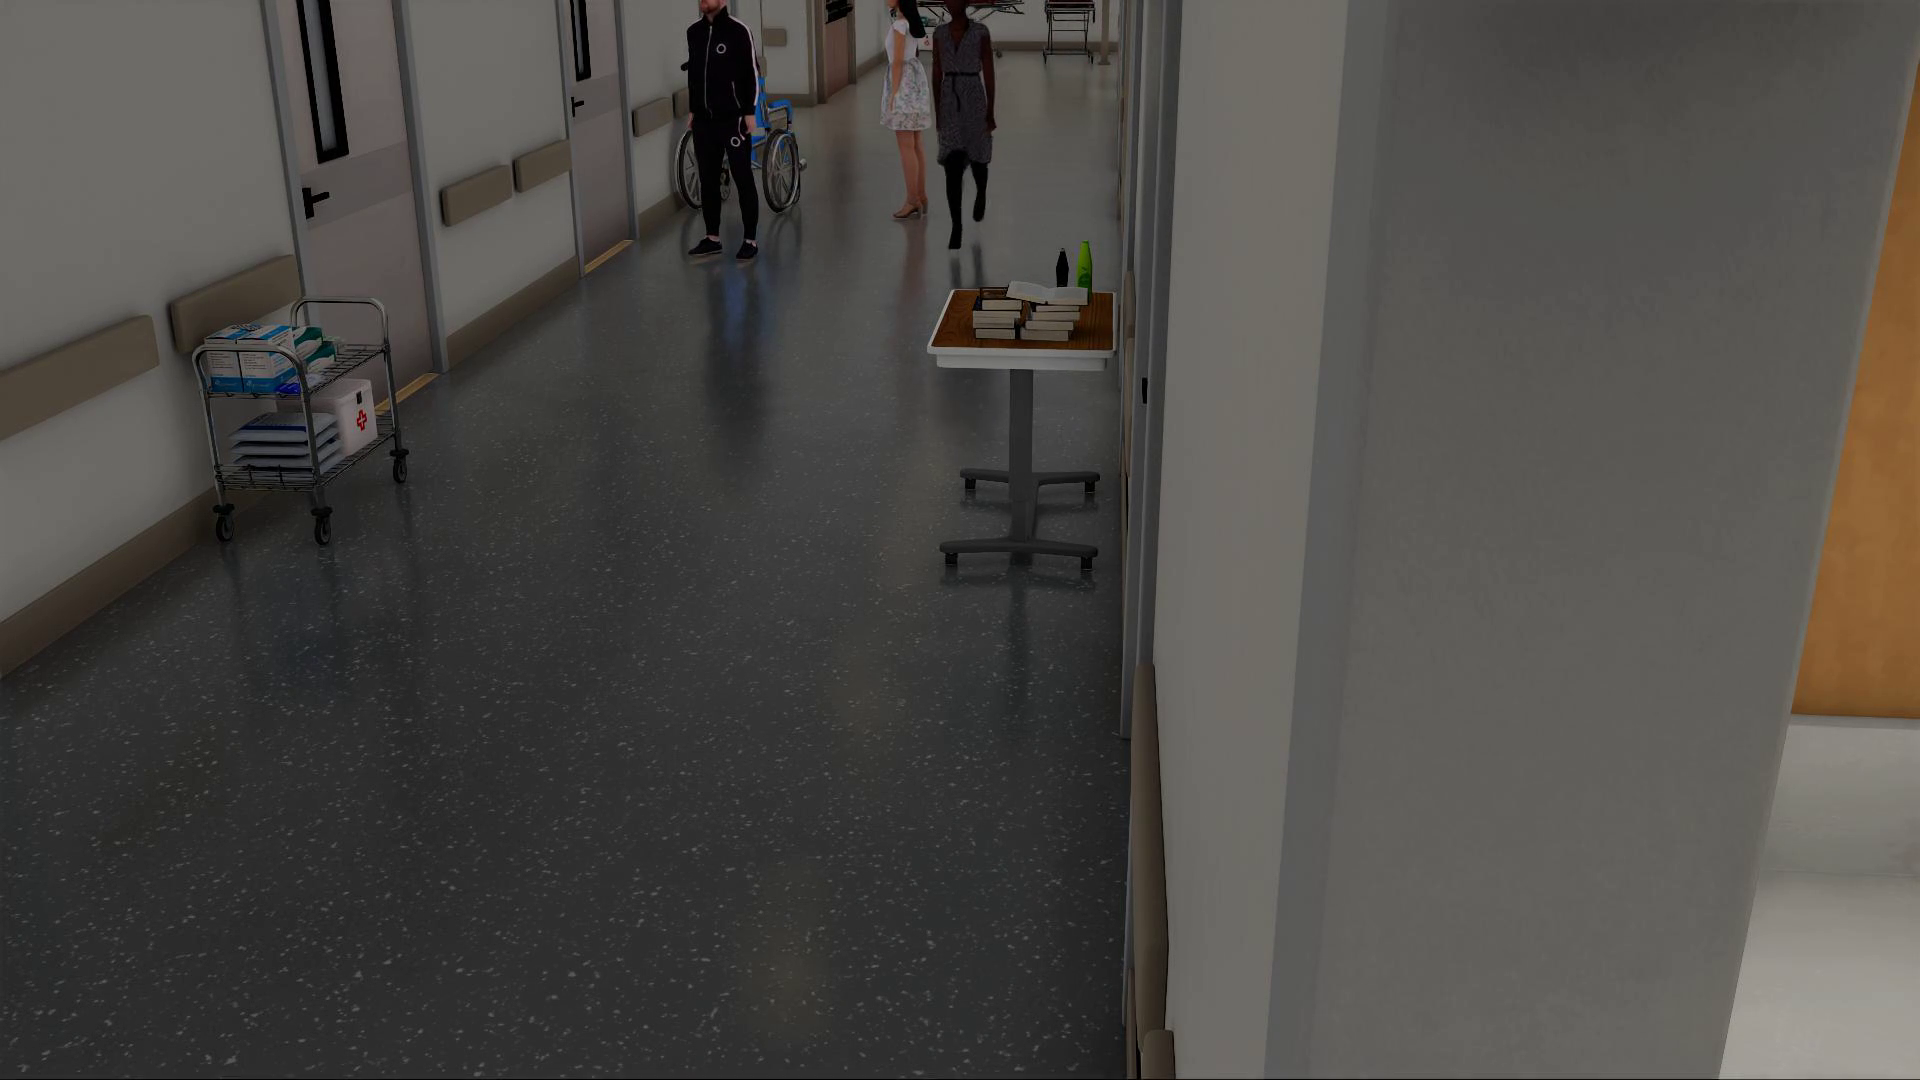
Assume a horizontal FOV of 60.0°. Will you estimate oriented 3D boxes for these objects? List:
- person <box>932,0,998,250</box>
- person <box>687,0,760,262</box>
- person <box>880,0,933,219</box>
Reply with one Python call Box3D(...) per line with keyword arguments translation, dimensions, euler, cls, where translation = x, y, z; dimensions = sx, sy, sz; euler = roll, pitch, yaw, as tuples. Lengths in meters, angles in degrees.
Box3D(translation=(0.046, -2.935, 11.565), dimensions=(0.688, 1.749, 1.190), euler=(3, 21, 9), cls="person")
Box3D(translation=(-1.576, -2.801, 11.088), dimensions=(0.748, 1.835, 0.709), euler=(9, 23, 23), cls="person")
Box3D(translation=(-0.404, -3.357, 12.650), dimensions=(0.764, 1.769, 0.618), euler=(5, 21, 13), cls="person")
